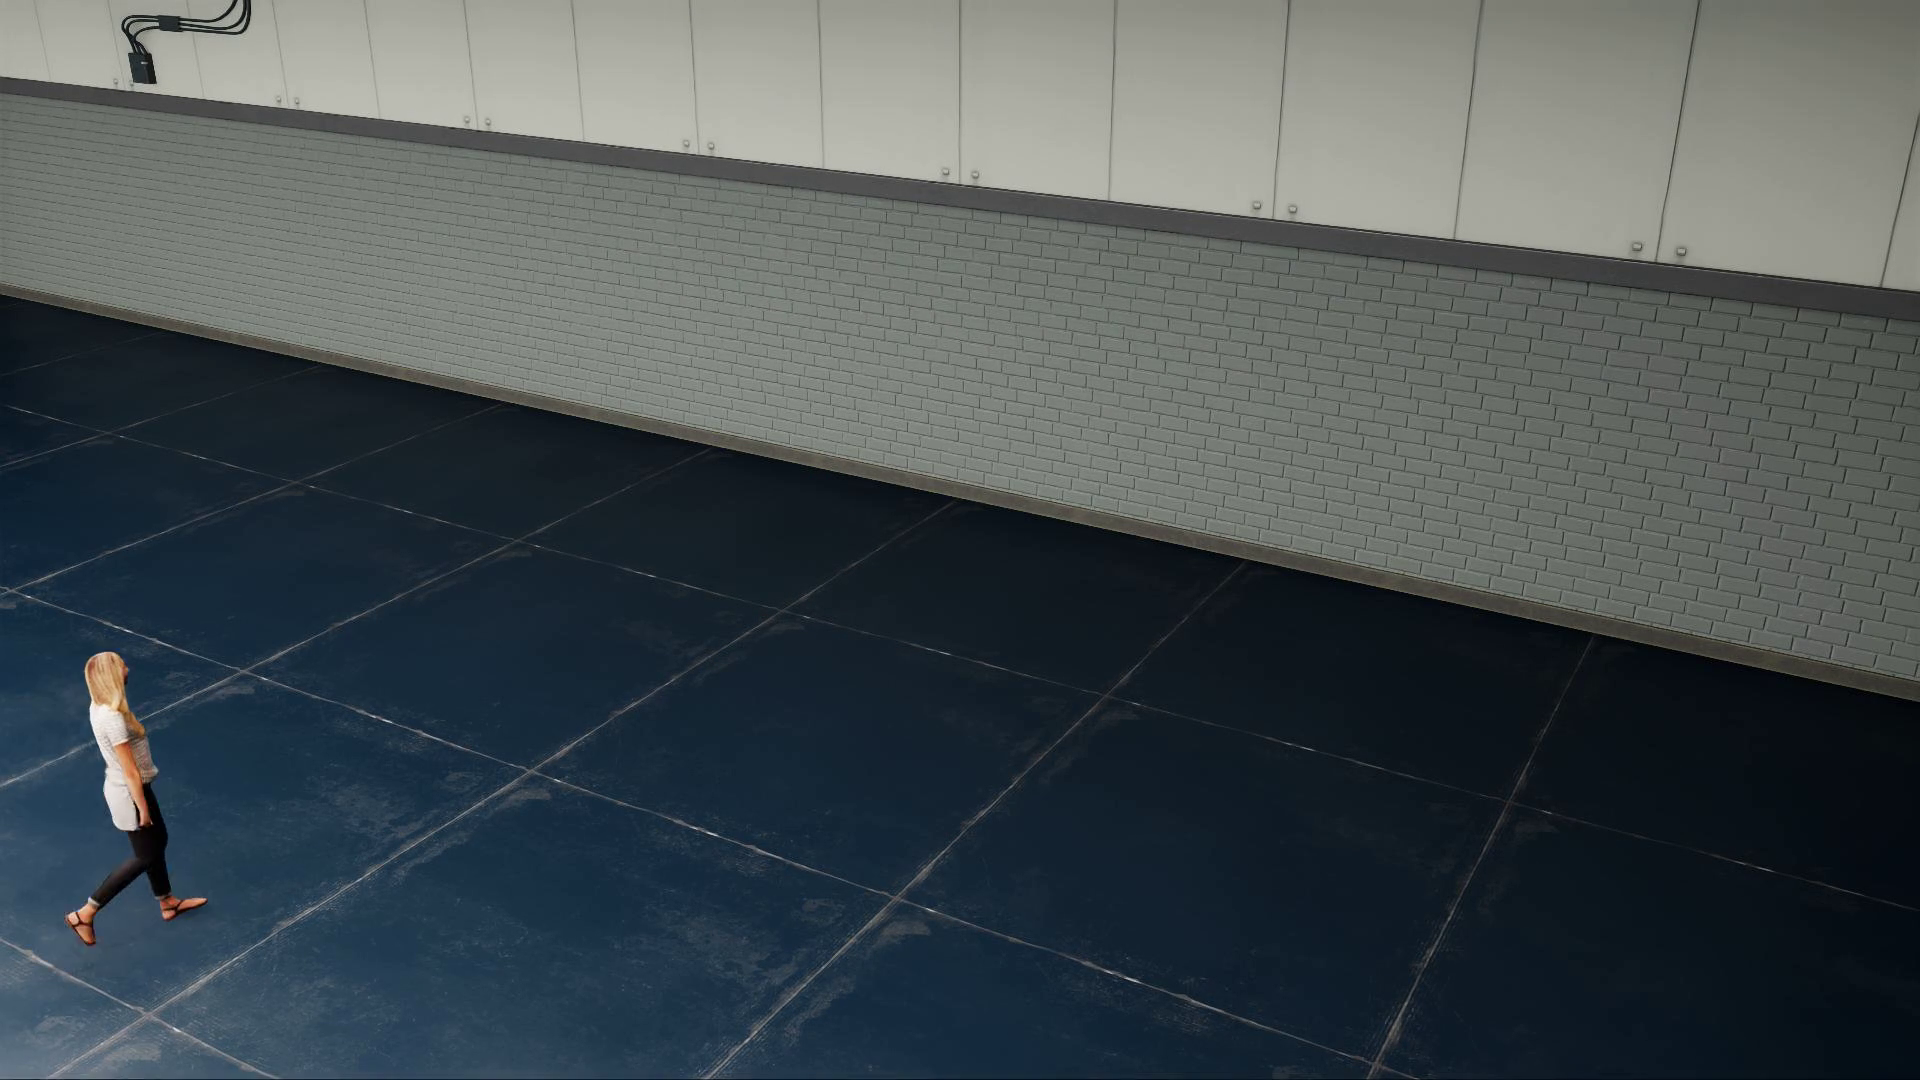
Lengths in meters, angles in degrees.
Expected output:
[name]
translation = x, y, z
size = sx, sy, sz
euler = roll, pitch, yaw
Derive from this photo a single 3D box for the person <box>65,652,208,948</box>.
[person]
translation = -4.835, 1.510, 9.498
size = 1.073, 1.807, 0.811
euler = -20, 30, -39
